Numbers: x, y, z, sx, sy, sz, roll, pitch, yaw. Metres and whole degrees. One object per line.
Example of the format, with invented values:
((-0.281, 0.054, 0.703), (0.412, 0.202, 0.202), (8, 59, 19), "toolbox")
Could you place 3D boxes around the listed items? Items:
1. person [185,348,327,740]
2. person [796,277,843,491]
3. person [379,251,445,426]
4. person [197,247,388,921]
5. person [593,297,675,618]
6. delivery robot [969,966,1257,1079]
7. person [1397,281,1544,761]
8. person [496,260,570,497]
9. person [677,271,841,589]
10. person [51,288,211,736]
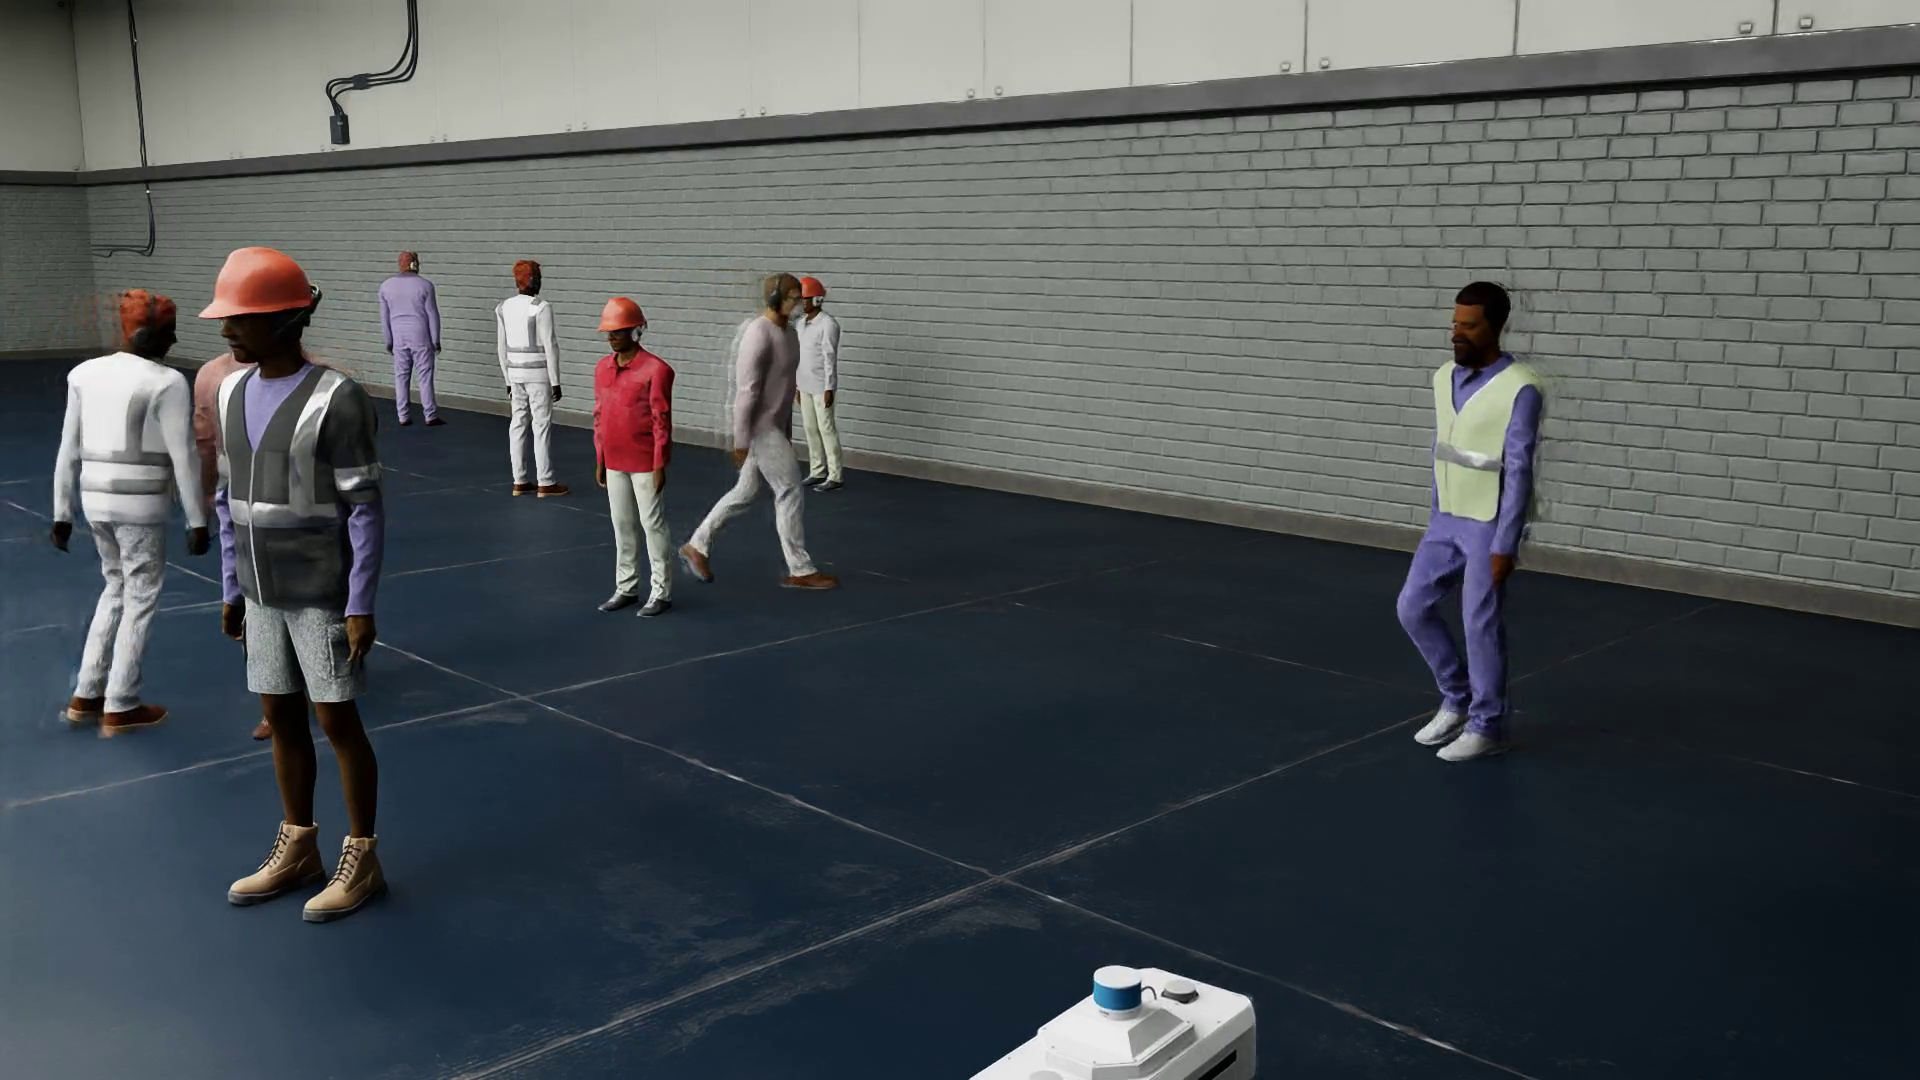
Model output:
((-2.946, -0.161, 7.216), (0.629, 1.869, 0.966), (1, 10, 4), "person")
((-1.194, -1.271, 13.601), (0.356, 1.740, 0.566), (-8, 13, -36), "person")
((-5.962, -2.187, 18.152), (0.636, 1.903, 0.404), (1, 10, 5), "person")
((-2.031, 0.146, 5.045), (0.615, 2.040, 0.382), (5, 12, 26), "person")
((-1.803, -0.451, 9.101), (0.565, 1.745, 0.348), (7, 13, 34), "person")
((0.326, 1.132, 3.469), (0.477, 0.478, 0.707), (8, 13, 37), "delivery robot")
((2.015, -0.060, 6.550), (0.476, 1.900, 0.616), (-4, 11, -21), "person")
((-3.407, -1.277, 13.241), (0.574, 1.883, 0.356), (5, 12, 27), "person")
((-1.229, -0.640, 9.799), (0.990, 1.893, 0.628), (1, 10, 8), "person")
((-3.463, -0.113, 6.952), (0.599, 1.854, 0.477), (4, 11, 20), "person")
